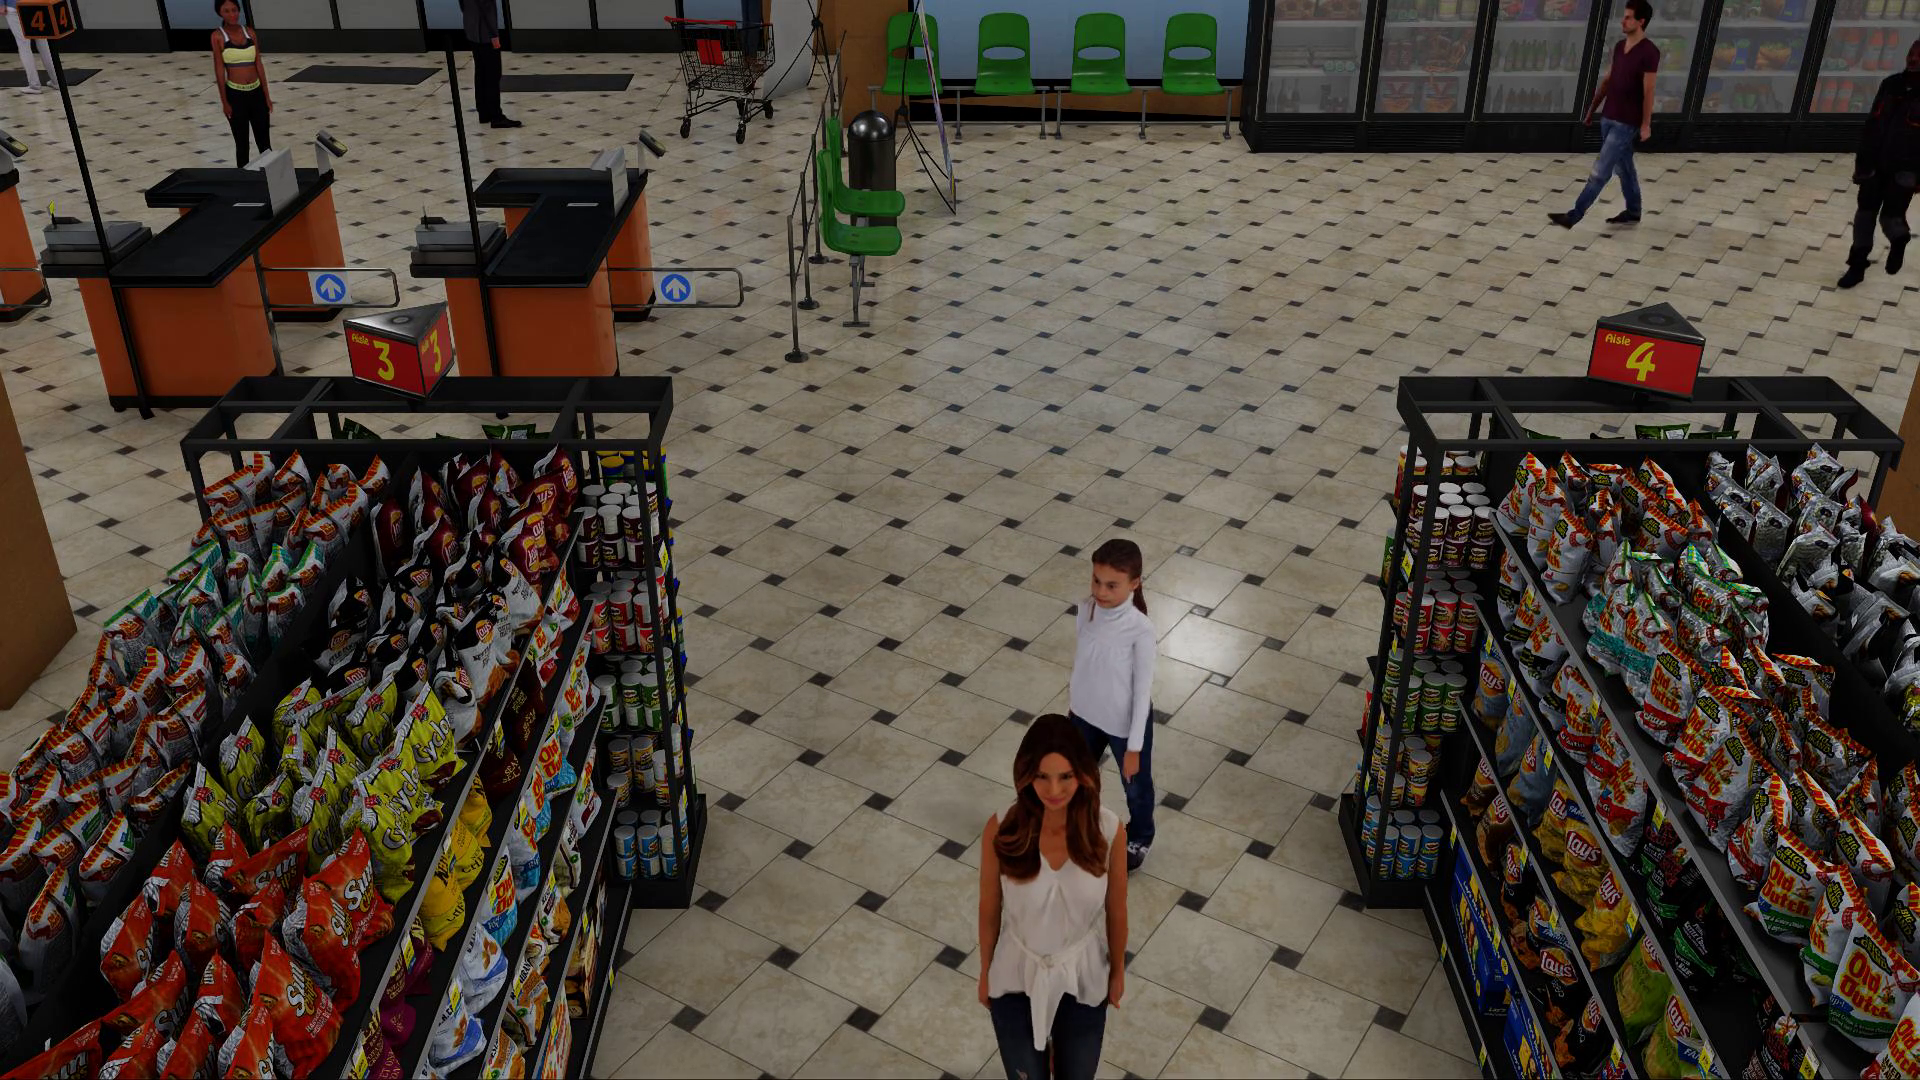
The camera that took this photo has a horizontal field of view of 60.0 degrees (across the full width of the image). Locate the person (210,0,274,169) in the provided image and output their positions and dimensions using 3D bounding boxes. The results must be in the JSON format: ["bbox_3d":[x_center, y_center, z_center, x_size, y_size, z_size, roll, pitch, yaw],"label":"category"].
[{"bbox_3d":[-6.012,-3.696,13.987,0.642,1.755,0.696,-24,37,-37],"label":"person"}]

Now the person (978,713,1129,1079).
[{"bbox_3d":[0.262,1.252,4.921,0.583,1.757,0.921,1,29,1],"label":"person"}]

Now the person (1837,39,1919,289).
[{"bbox_3d":[6.905,-2.778,12.249,1.045,1.809,1.000,-22,36,-35],"label":"person"}]

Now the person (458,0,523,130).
[{"bbox_3d":[-4.661,-4.988,16.264,0.867,1.841,0.777,-21,35,-34],"label":"person"}]

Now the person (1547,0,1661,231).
[{"bbox_3d":[5.367,-3.348,13.303,0.894,1.800,1.133,-5,29,-9],"label":"person"}]

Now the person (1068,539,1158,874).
[{"bbox_3d":[0.622,0.651,6.272,0.912,1.517,1.064,20,34,31],"label":"person"}]

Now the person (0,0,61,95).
[{"bbox_3d":[-9.845,-5.655,17.436,0.800,1.888,0.690,16,32,27],"label":"person"}]

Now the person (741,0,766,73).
[{"bbox_3d":[-2.323,-6.109,18.368,0.727,1.792,0.613,-14,32,-24],"label":"person"}]
